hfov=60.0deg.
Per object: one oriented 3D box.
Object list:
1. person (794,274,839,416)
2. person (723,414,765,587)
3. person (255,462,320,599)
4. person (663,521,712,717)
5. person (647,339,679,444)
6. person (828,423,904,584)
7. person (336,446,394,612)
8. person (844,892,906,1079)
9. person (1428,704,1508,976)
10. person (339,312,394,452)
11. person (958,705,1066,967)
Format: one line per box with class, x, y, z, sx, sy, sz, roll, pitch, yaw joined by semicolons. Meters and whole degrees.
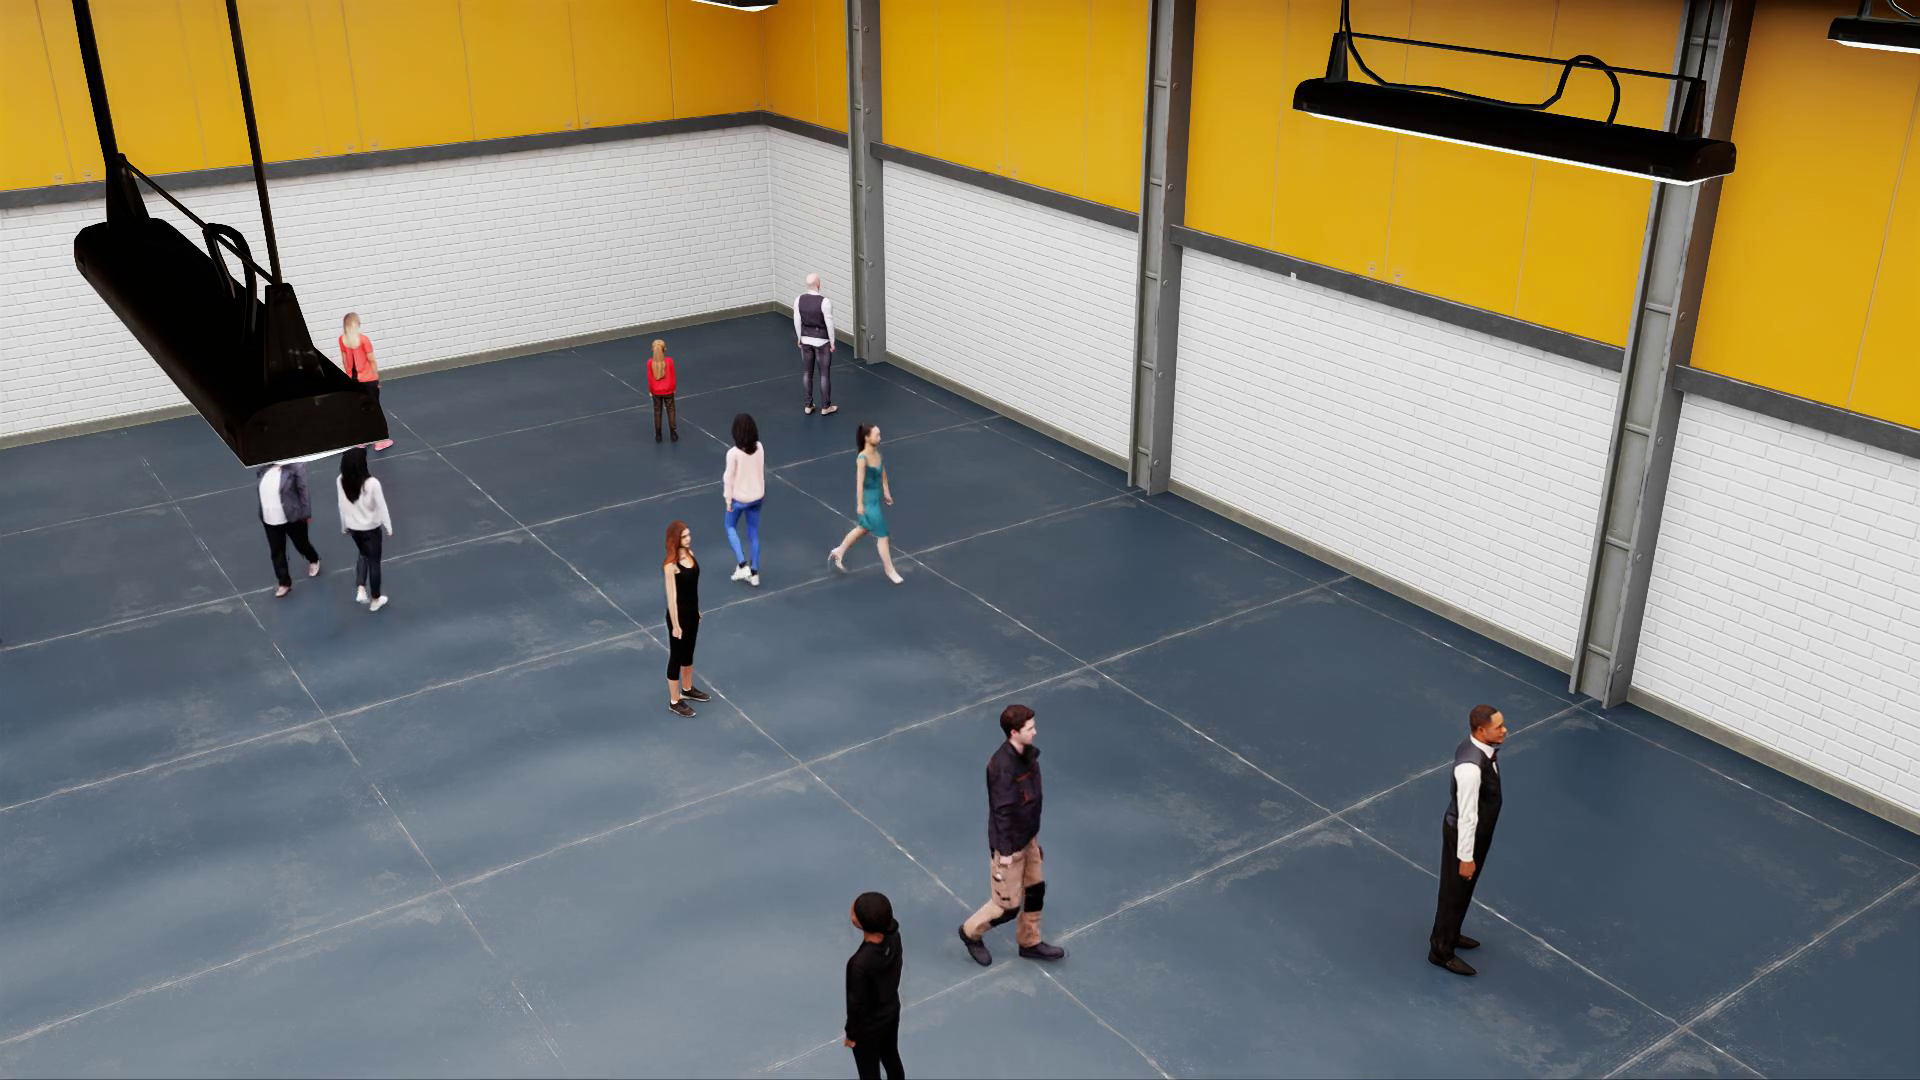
person;-1.837;-2.490;21.145;0.752;1.827;0.844;7;25;16
person;-2.045;-0.361;16.381;0.648;1.742;0.619;-19;30;-37
person;-6.613;-0.273;16.387;1.008;1.576;1.120;1;24;2
person;-2.354;0.635;14.123;0.688;1.725;0.659;8;25;18
person;-3.626;-1.828;20.311;0.566;1.282;0.606;-2;24;-4
person;-0.964;-0.362;16.500;1.108;1.648;0.931;9;25;19
person;-5.707;-0.088;15.814;0.762;1.695;0.828;5;24;12
person;-0.469;2.708;9.445;0.645;1.673;0.655;14;27;28
person;3.325;1.929;10.922;0.792;1.919;0.781;8;25;18
person;-7.197;-1.911;19.987;0.656;1.693;0.738;7;25;15
person;0.308;1.949;10.879;1.086;1.916;0.980;9;25;20
